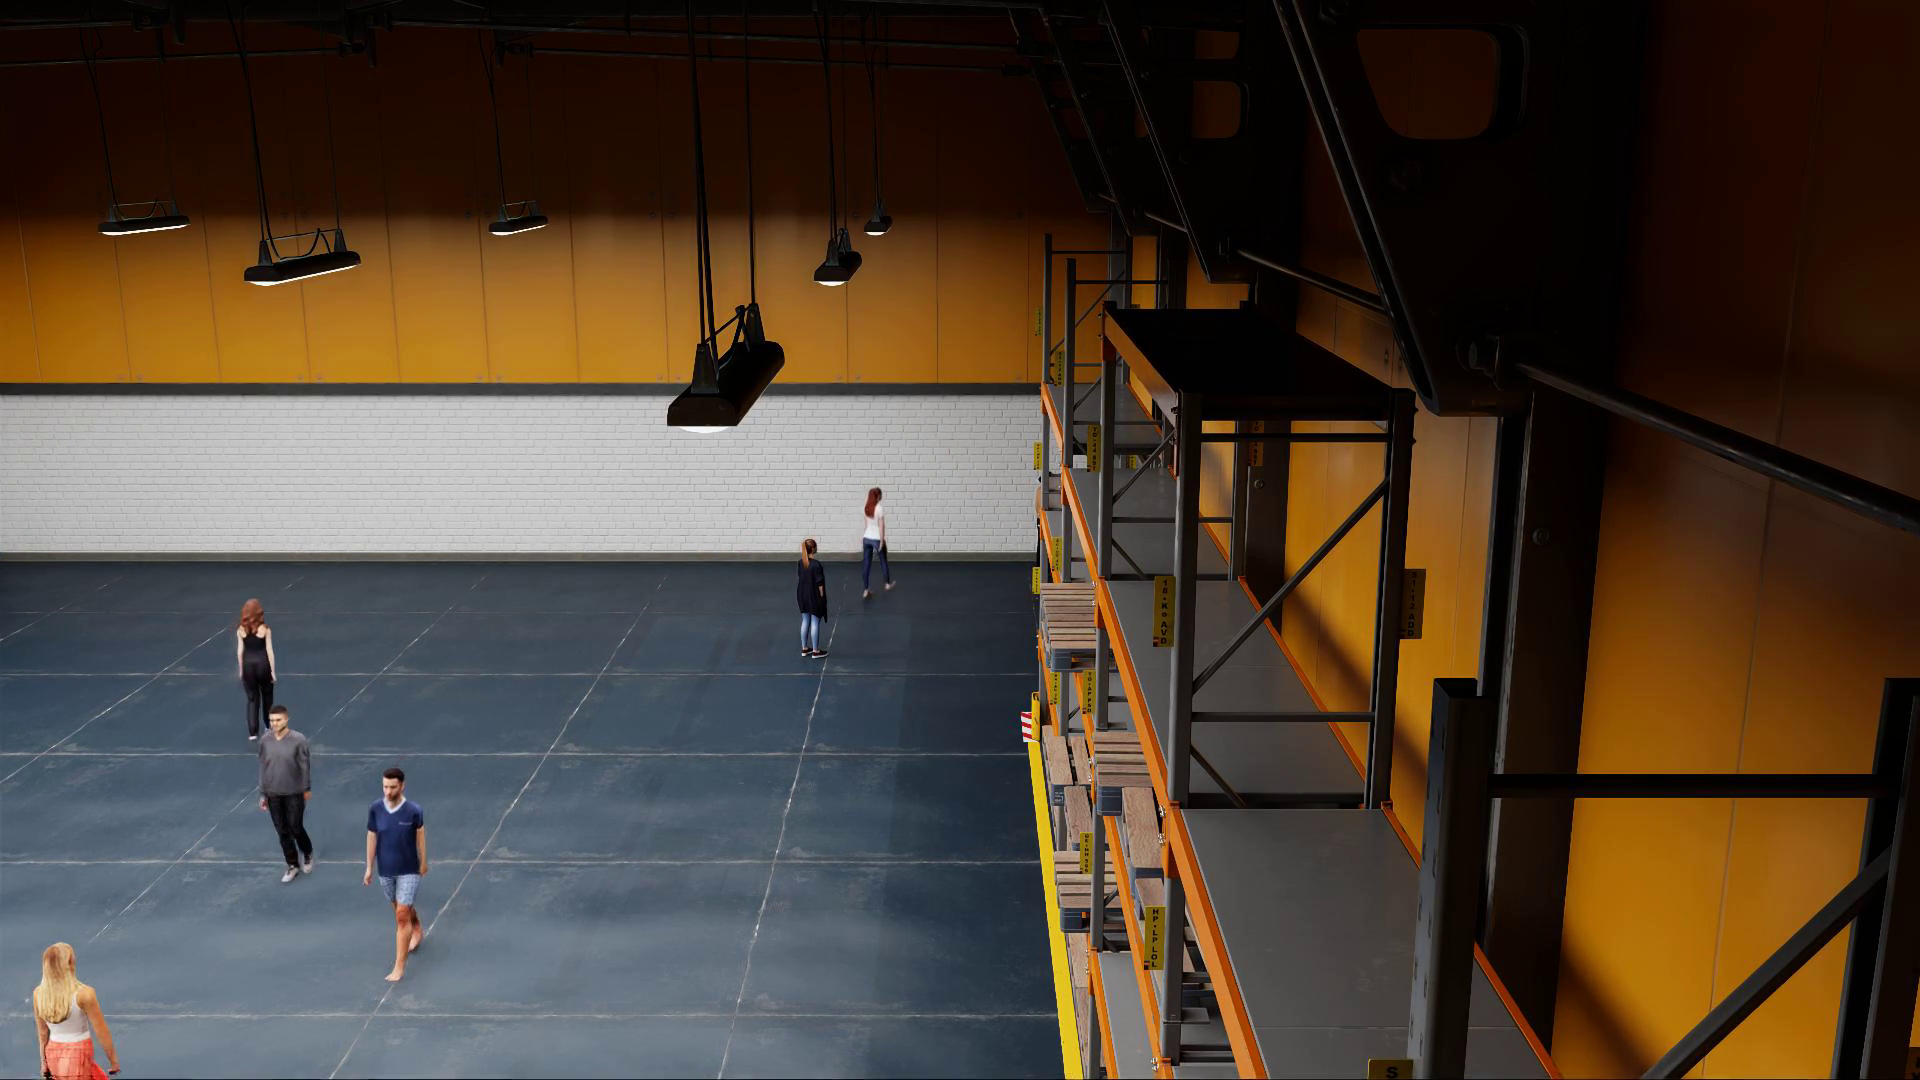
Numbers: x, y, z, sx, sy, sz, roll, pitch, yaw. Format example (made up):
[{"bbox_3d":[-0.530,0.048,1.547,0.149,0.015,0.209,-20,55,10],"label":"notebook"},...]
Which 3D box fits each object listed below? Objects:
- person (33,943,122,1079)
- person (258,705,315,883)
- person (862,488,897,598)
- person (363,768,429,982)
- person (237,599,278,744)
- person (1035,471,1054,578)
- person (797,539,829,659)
[{"bbox_3d":[-6.069,3.632,11.253,0.846,1.757,1.307,3,14,13],"label":"person"},{"bbox_3d":[-6.549,2.433,16.212,0.605,1.753,0.622,0,14,-1],"label":"person"},{"bbox_3d":[-1.408,0.067,26.093,0.852,1.700,1.085,7,15,25],"label":"person"},{"bbox_3d":[-4.862,2.828,14.479,0.726,1.800,1.199,2,14,7],"label":"person"},{"bbox_3d":[-8.398,1.588,19.794,0.746,1.709,1.166,-3,14,-12],"label":"person"},{"bbox_3d":[1.429,-0.279,27.410,0.811,1.753,0.697,-8,16,-31],"label":"person"},{"bbox_3d":[-2.070,0.800,23.103,0.719,1.684,0.761,11,18,39],"label":"person"}]
